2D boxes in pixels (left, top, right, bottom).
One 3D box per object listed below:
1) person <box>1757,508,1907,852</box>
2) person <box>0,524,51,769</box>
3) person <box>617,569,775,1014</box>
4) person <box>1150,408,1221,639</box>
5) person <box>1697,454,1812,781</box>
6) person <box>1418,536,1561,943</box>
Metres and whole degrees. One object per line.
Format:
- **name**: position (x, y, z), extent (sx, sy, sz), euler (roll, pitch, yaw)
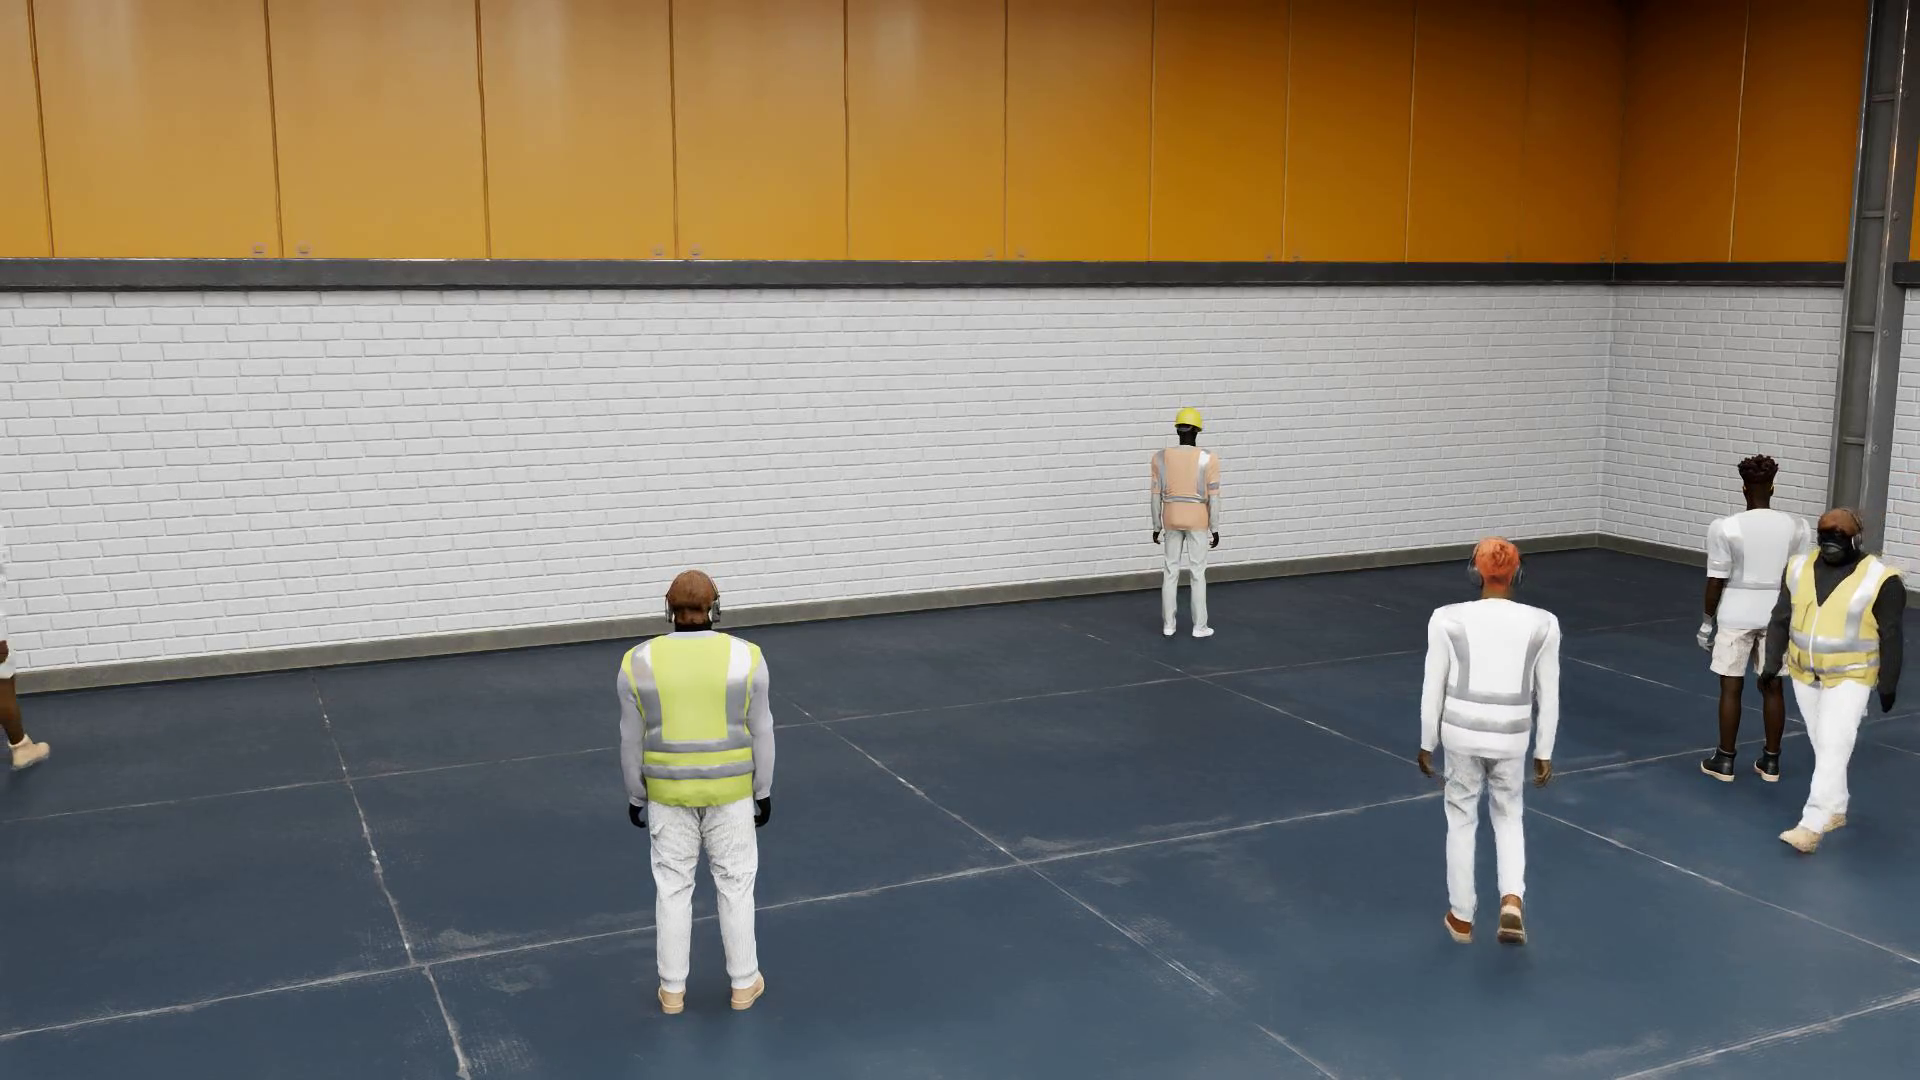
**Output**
- **person**: position (4.543, 0.730, 8.795), extent (0.908, 1.802, 0.629), euler (-5, 11, -30)
- **person**: position (-5.848, 0.480, 9.768), extent (0.627, 1.992, 1.073), euler (1, 9, 5)
- **person**: position (-1.065, 1.030, 6.813), extent (0.622, 1.838, 0.429), euler (-1, 9, -5)
- **person**: position (1.873, -0.136, 13.797), extent (0.585, 1.917, 0.380), euler (4, 10, 21)
- **person**: position (4.712, 0.471, 9.902), extent (0.600, 1.958, 0.378), euler (1, 9, 4)
- **person**: position (2.358, 0.919, 7.423), extent (0.583, 1.870, 0.504), euler (1, 9, 7)
